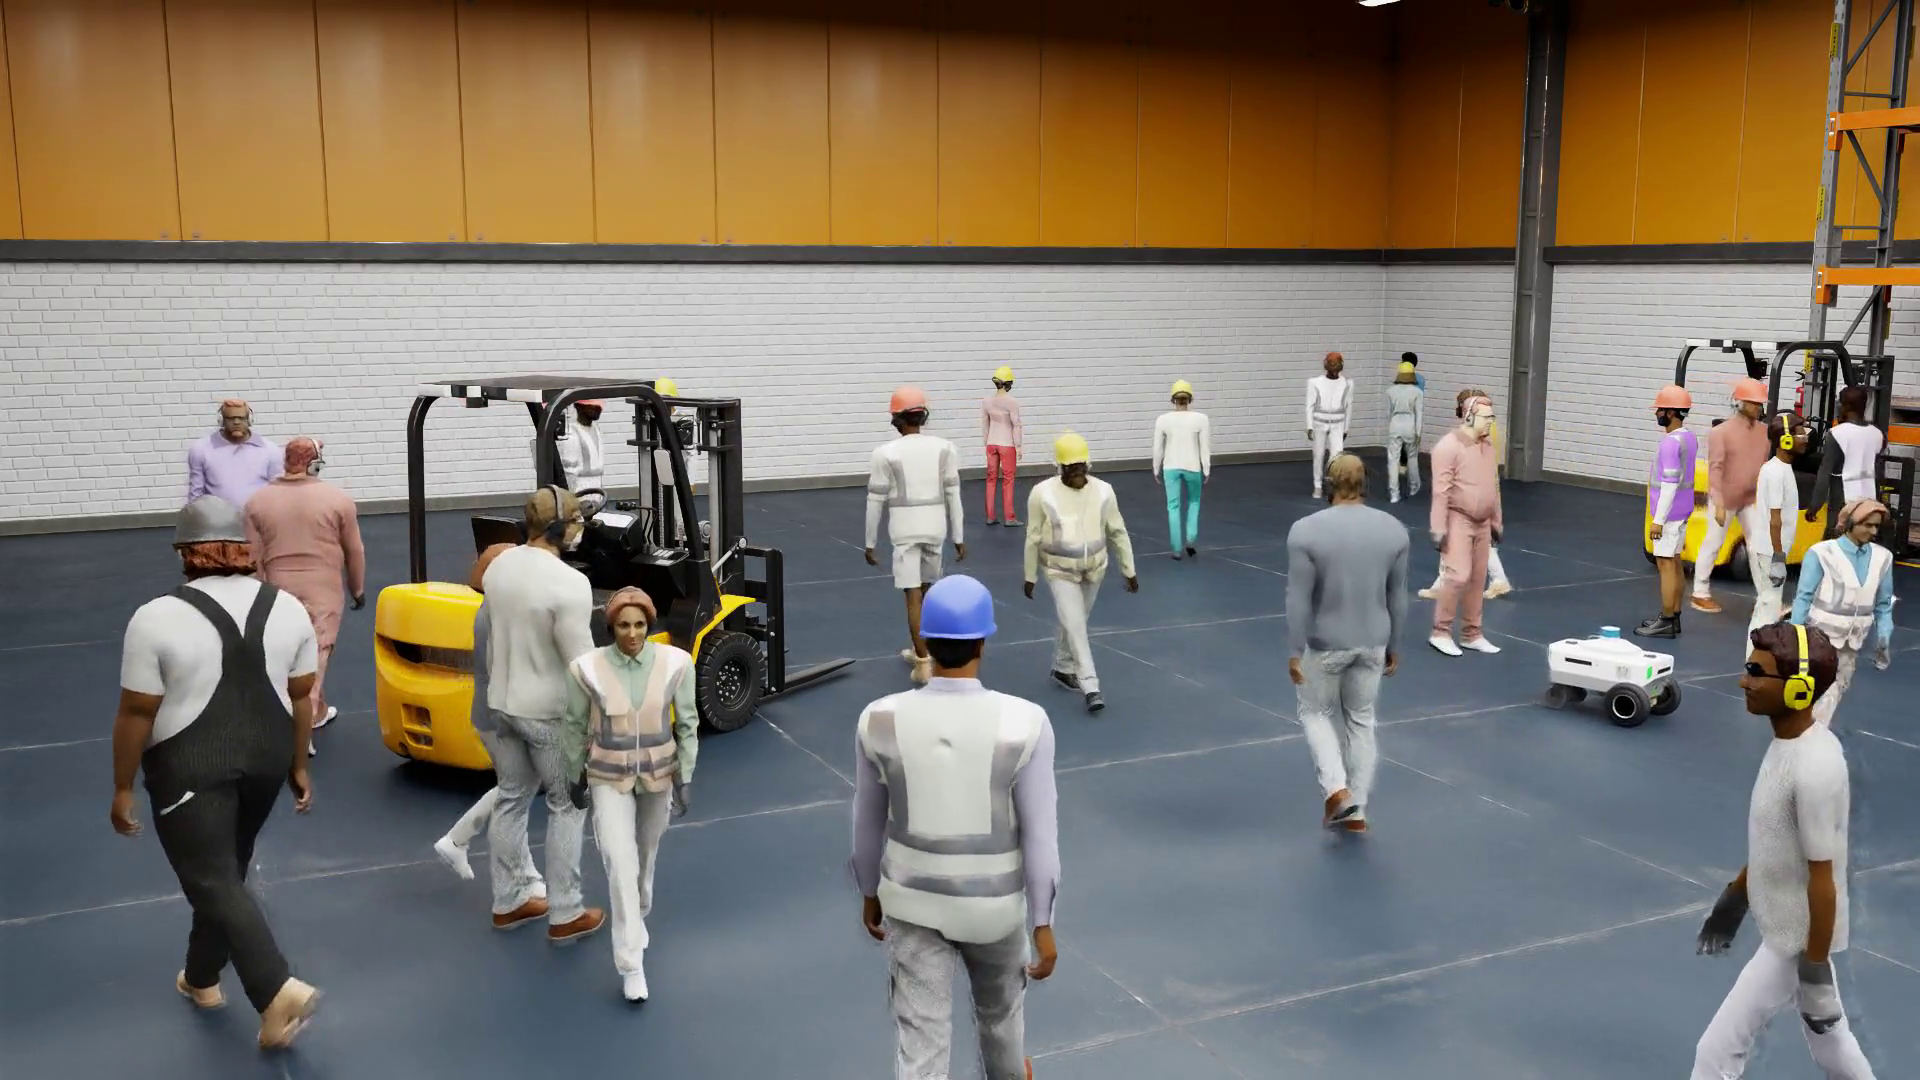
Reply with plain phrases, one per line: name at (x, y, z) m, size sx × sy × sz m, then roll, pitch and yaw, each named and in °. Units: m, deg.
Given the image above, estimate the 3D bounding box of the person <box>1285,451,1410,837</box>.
person at (1.903, 0.524, 8.200) m, size 0.642 × 1.919 × 0.475 m, roll -1°, pitch 9°, yaw -8°

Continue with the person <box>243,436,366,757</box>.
person at (-3.858, 0.314, 9.784) m, size 0.635 × 1.849 × 1.059 m, roll 0°, pitch 9°, yaw -2°

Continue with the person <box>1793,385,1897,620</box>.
person at (7.247, -0.308, 13.494) m, size 0.588 × 1.886 × 0.877 m, roll -6°, pitch 11°, yaw -31°

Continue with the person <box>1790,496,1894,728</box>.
person at (4.712, 0.568, 8.891) m, size 0.536 × 1.615 × 0.538 m, roll -2°, pitch 9°, yaw -14°

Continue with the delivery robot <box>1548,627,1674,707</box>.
delivery robot at (4.093, 0.790, 10.488) m, size 0.477 × 0.478 × 0.707 m, roll -8°, pitch 12°, yaw -42°

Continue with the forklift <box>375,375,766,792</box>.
forklift at (-2.268, 0.149, 9.685) m, size 1.214 × 2.155 × 2.313 m, roll 6°, pitch 11°, yaw 32°

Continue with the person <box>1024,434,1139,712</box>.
person at (0.786, 0.194, 10.731) m, size 0.700 × 1.771 × 0.946 m, roll -3°, pitch 10°, yaw -18°

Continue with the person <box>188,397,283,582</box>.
person at (-5.273, -0.103, 12.168) m, size 0.670 × 1.894 × 0.499 m, roll -4°, pitch 10°, yaw -24°

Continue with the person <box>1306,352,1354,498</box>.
person at (4.484, -1.362, 20.218) m, size 0.572 × 1.829 × 1.049 m, roll 1°, pitch 9°, yaw 9°

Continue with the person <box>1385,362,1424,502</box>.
person at (5.461, -1.337, 20.442) m, size 0.490 × 1.684 × 0.904 m, roll 4°, pitch 10°, yaw 25°

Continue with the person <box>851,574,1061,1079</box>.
person at (0.002, 1.039, 5.033) m, size 0.642 × 1.903 × 0.971 m, roll 2°, pitch 9°, yaw 9°

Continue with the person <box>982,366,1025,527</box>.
person at (0.471, -1.024, 18.284) m, size 0.524 × 1.769 × 0.315 m, roll 8°, pitch 12°, yaw 39°

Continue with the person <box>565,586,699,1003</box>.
person at (-1.300, 0.949, 6.595) m, size 0.501 × 1.584 × 0.836 m, roll -3°, pitch 10°, yaw -20°

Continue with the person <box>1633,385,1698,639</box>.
person at (5.408, -0.213, 12.725) m, size 0.358 × 1.938 × 0.542 m, roll 7°, pitch 11°, yaw 36°

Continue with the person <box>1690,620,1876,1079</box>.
person at (2.333, 1.128, 4.763) m, size 0.994 × 1.823 × 0.496 m, roll 5°, pitch 10°, yaw 26°

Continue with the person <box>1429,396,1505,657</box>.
person at (3.728, -0.101, 12.162) m, size 0.691 × 1.897 × 0.439 m, roll -7°, pitch 12°, yaw -37°

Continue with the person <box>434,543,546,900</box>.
person at (-2.042, 0.811, 7.351) m, size 0.530 × 1.621 × 0.522 m, roll -1°, pitch 9°, yaw -9°

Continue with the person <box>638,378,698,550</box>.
person at (-2.697, -0.572, 15.276) m, size 0.590 × 1.833 × 0.404 m, roll 3°, pitch 10°, yaw 17°

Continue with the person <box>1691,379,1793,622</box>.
person at (6.282, -0.315, 13.334) m, size 0.651 × 1.937 × 1.009 m, roll -3°, pitch 10°, yaw -16°

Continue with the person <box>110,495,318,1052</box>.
person at (-2.670, 0.805, 6.088) m, size 0.953 × 2.000 × 0.730 m, roll 7°, pitch 12°, yaw 38°

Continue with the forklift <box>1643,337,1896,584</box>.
forklift at (7.551, -0.789, 15.507) m, size 2.313 × 2.155 × 1.214 m, roll -4°, pitch 10°, yaw -25°

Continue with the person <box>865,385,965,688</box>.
person at (-0.334, -0.040, 11.385) m, size 0.659 × 2.017 × 0.872 m, roll -4°, pitch 10°, yaw -23°

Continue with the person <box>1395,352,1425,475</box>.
person at (6.174, -1.742, 22.958) m, size 0.533 × 1.697 × 0.318 m, roll -6°, pitch 11°, yaw -34°

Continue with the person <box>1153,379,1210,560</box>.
person at (2.159, -0.690, 16.243) m, size 0.561 × 1.746 × 0.514 m, roll 1°, pitch 9°, yaw 7°

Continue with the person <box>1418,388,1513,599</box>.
person at (4.343, -0.377, 14.143) m, size 0.644 × 1.842 × 0.631 m, roll 7°, pitch 11°, yaw 35°

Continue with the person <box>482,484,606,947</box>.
person at (-1.744, 0.729, 6.954) m, size 0.650 × 1.922 × 0.424 m, roll 8°, pitch 12°, yaw 40°

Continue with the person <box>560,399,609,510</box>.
person at (-3.084, -0.345, 13.602) m, size 0.524 × 1.920 × 0.571 m, roll 2°, pitch 9°, yaw 11°

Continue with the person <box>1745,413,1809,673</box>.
person at (5.402, 0.100, 10.981) m, size 0.328 × 1.876 × 0.515 m, roll 4°, pitch 10°, yaw 22°
